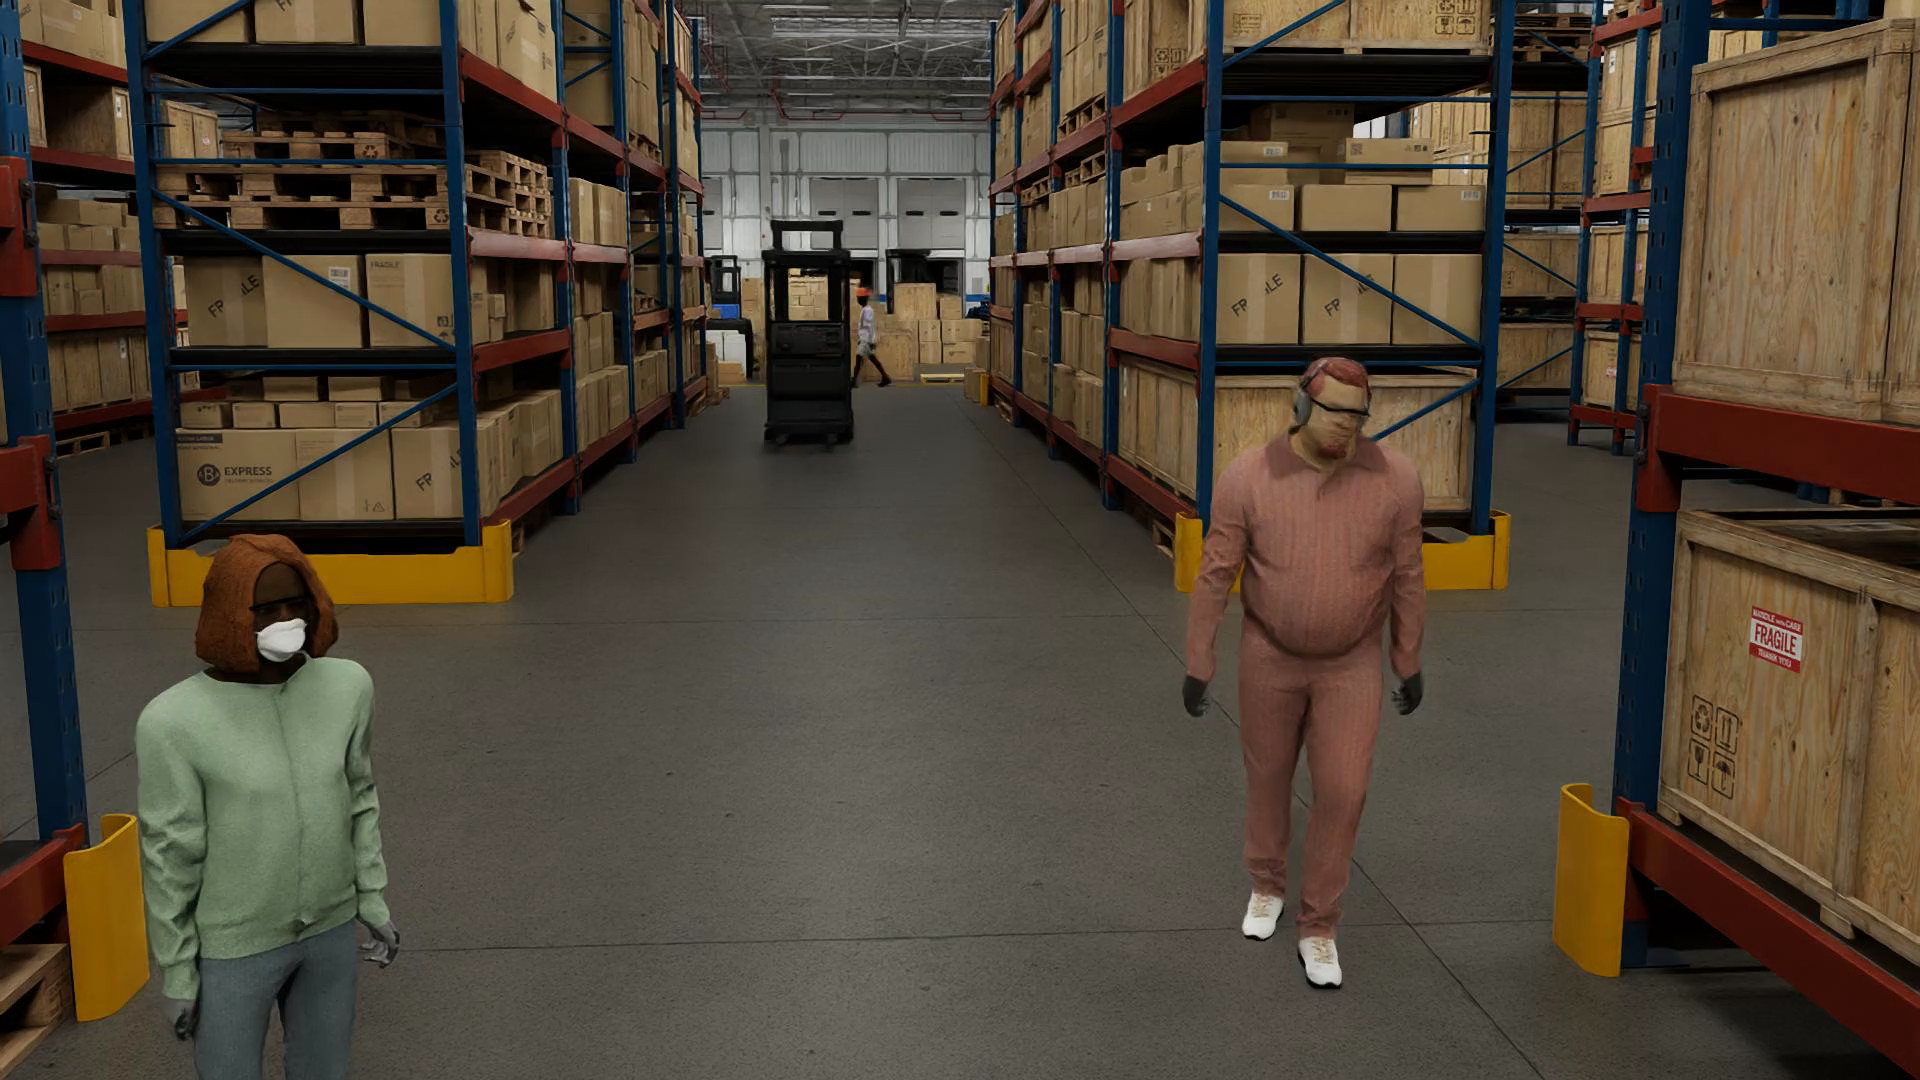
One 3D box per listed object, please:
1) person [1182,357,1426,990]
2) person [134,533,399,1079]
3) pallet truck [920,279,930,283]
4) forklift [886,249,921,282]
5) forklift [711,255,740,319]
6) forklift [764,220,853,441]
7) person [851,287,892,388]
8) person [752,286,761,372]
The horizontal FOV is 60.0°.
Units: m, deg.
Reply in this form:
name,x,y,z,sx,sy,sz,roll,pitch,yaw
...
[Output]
name,x,y,z,sx,sy,sz,roll,pitch,yaw
person,1.049,0.388,5.045,0.715,1.863,0.826,2,9,10
person,-1.338,0.790,3.271,0.269,1.632,0.504,6,11,34
pallet truck,-0.932,-8.922,63.114,1.885,1.965,0.823,2,9,13
forklift,-1.537,-6.556,45.497,1.129,2.768,1.873,-2,9,-13
forklift,-8.400,-8.786,59.500,1.129,2.768,1.873,-1,9,-4
forklift,-1.973,-2.762,21.670,1.129,2.768,1.873,-1,9,-4
person,-1.732,-3.807,31.345,0.978,1.895,0.561,-1,9,-7
person,-4.277,-4.660,36.588,0.663,1.924,0.644,-2,9,-15
